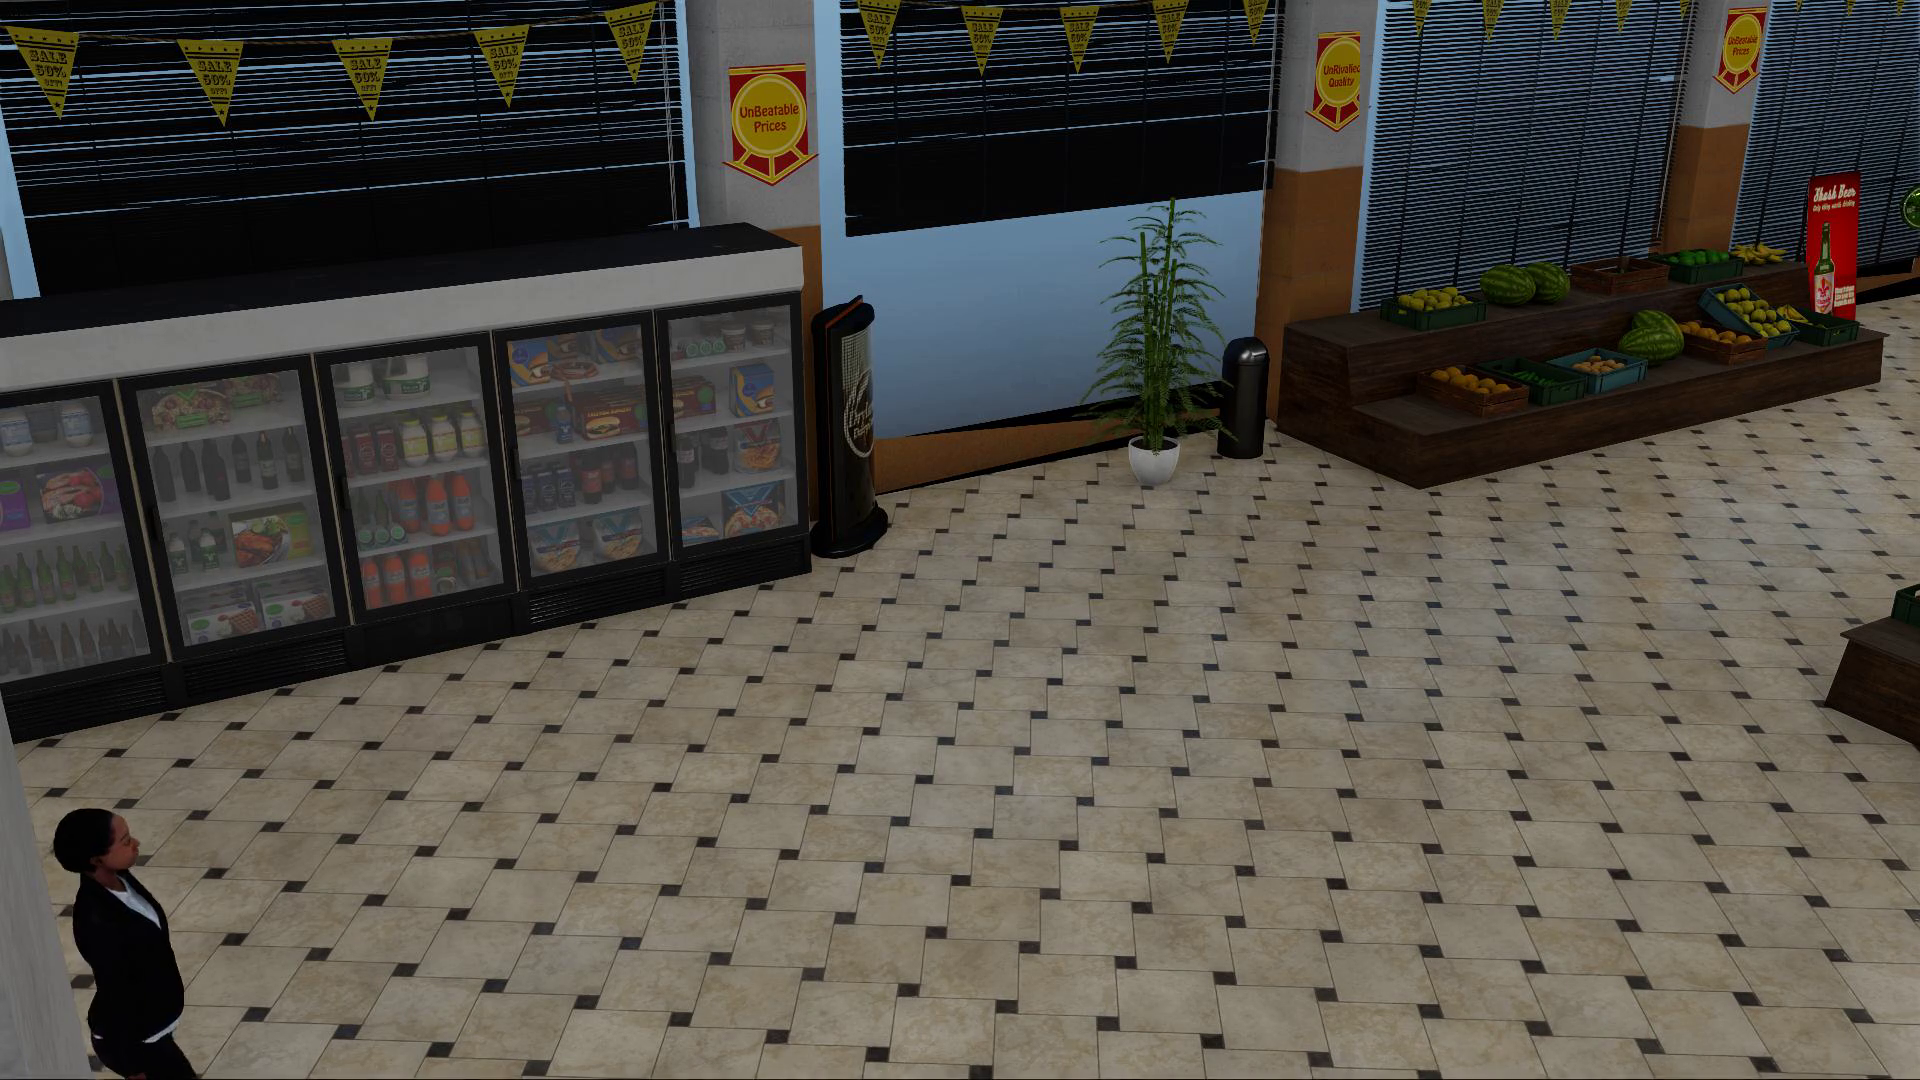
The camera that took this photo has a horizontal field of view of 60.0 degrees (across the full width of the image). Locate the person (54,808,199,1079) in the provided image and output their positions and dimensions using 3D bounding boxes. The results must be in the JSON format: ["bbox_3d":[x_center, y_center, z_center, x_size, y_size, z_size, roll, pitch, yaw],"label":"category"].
[{"bbox_3d":[-2.806,1.706,5.514,1.073,1.810,0.697,-9,23,-21],"label":"person"}]
